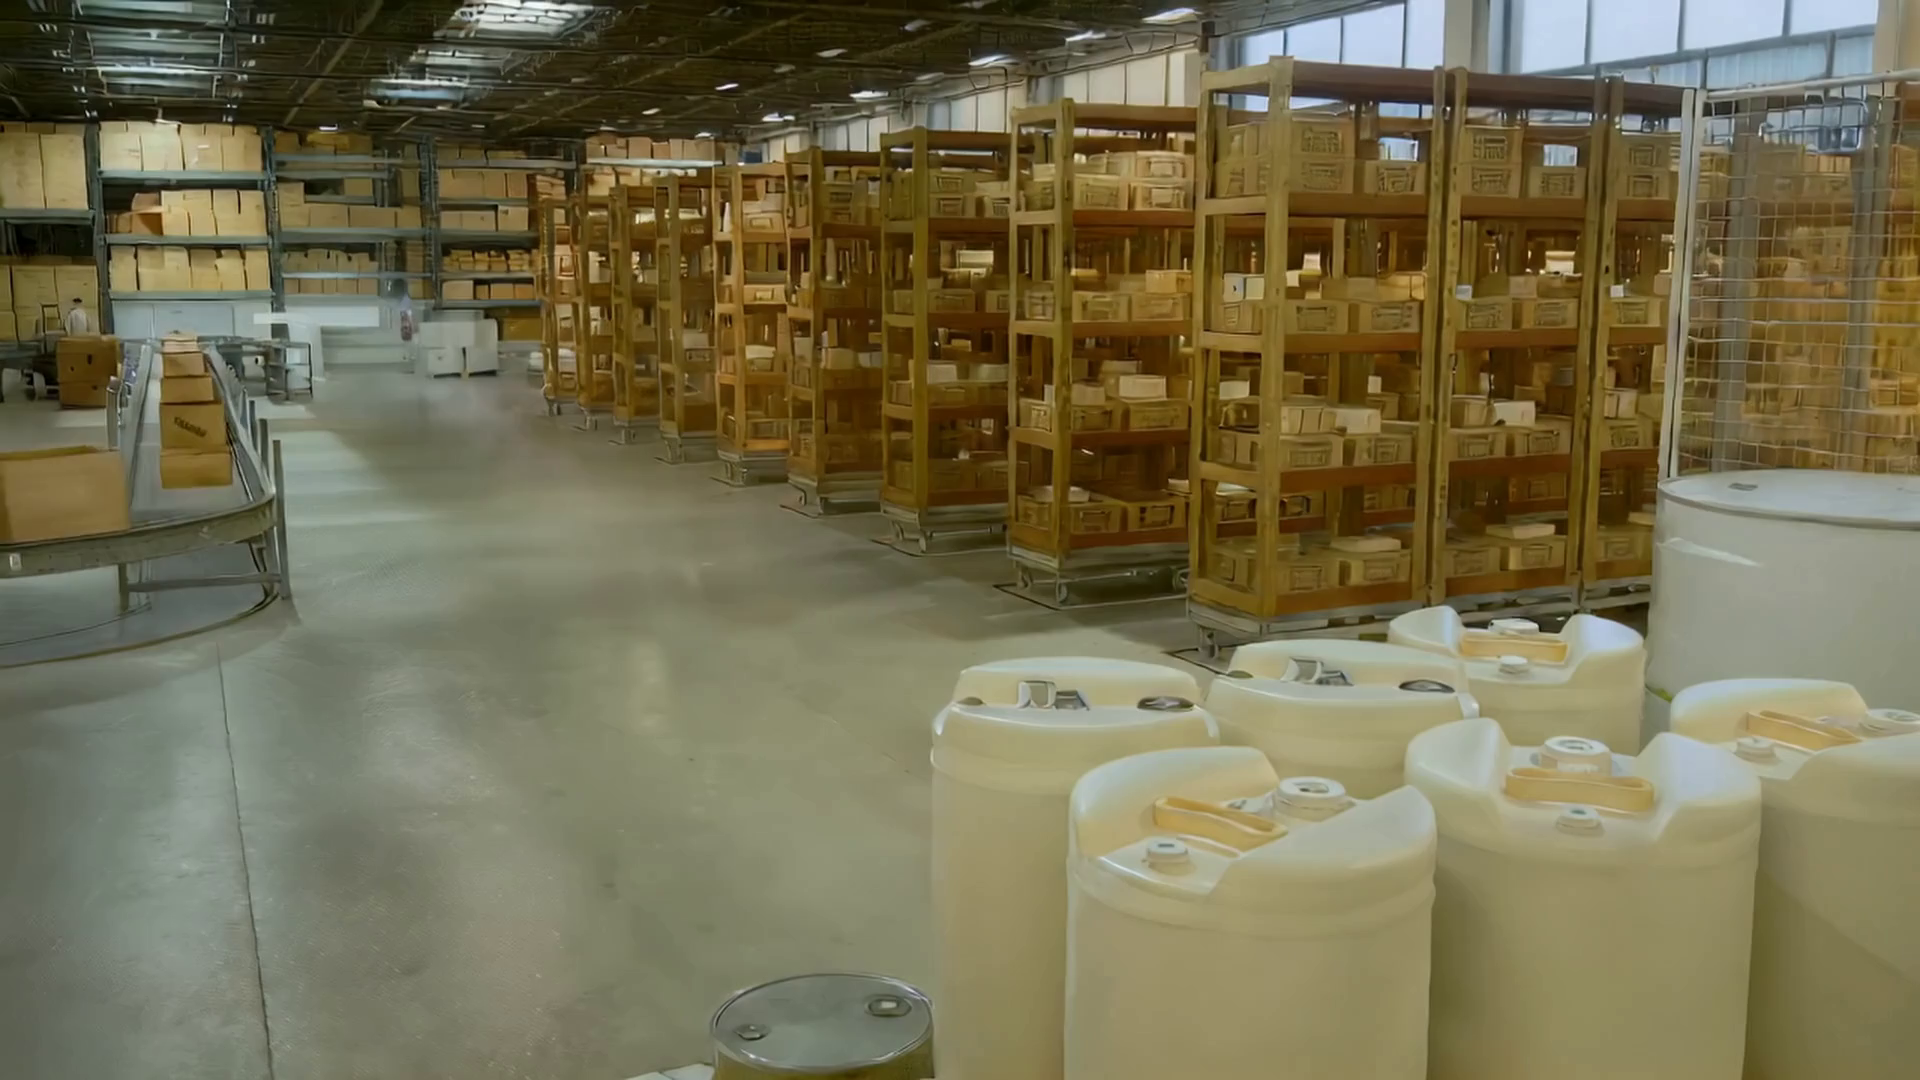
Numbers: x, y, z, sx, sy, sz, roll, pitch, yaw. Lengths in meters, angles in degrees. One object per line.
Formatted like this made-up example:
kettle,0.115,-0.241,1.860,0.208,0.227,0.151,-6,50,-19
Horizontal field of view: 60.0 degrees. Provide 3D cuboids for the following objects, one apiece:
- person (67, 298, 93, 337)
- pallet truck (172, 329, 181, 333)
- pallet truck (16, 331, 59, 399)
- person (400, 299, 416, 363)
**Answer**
person,-20.202,-4.643,38.181,0.403,1.826,0.594,5,10,27
pallet truck,-17.275,-3.851,35.096,1.601,1.201,0.680,0,9,1
pallet truck,-17.082,-3.353,31.781,1.630,1.274,0.653,-4,10,-25
person,-14.721,-5.562,44.261,0.318,1.696,0.532,-6,11,-34
